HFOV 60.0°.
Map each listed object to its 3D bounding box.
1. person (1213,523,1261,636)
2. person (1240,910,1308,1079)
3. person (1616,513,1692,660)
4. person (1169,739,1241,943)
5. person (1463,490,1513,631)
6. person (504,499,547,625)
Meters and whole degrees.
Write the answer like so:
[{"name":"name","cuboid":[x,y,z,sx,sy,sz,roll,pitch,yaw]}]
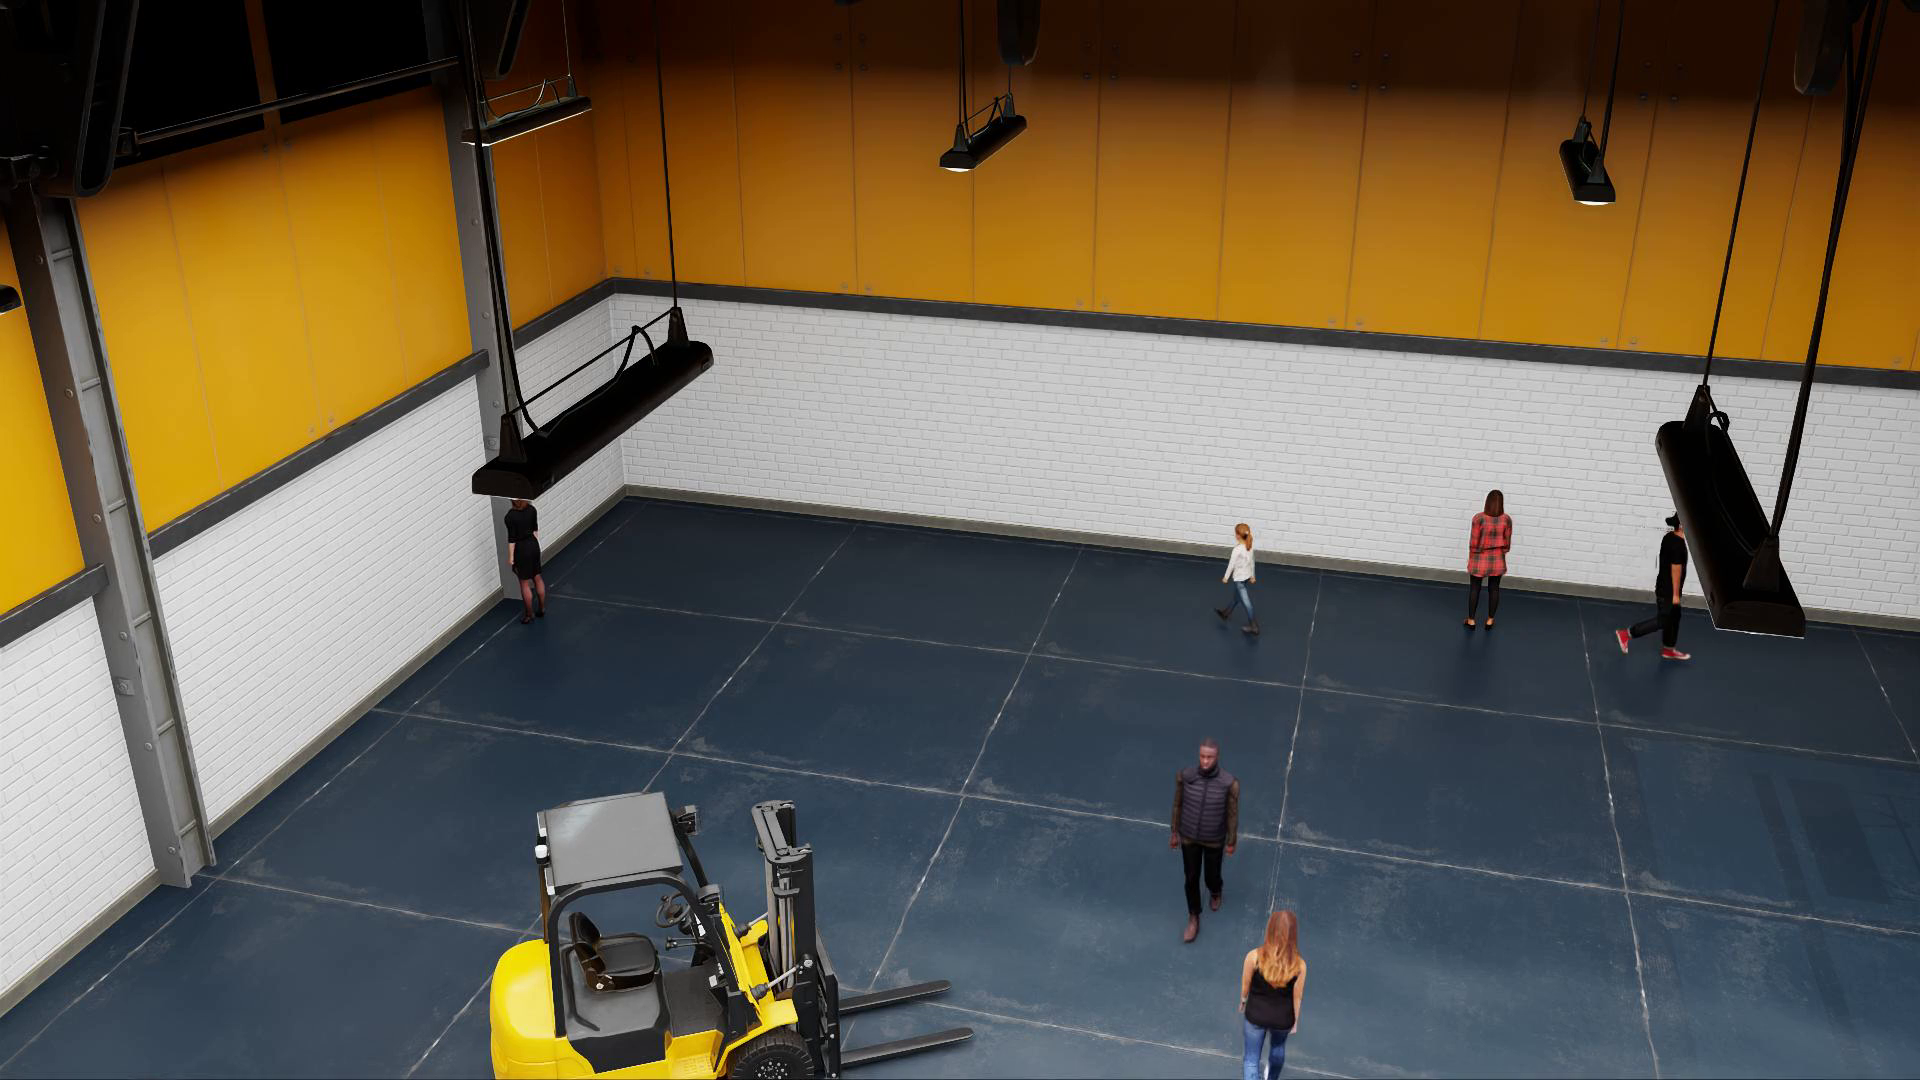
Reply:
[{"name":"person","cuboid":[3.236,0.470,18.760,0.889,1.284,0.840,-20,30,-38]},{"name":"person","cuboid":[2.151,3.376,11.599,0.701,1.695,1.077,2,24,4]},{"name":"person","cuboid":[7.630,0.517,18.081,0.713,1.741,0.982,7,25,16]},{"name":"person","cuboid":[2.019,2.408,13.652,0.770,1.824,0.902,10,25,21]},{"name":"person","cuboid":[5.967,0.220,18.807,0.647,1.704,0.603,2,24,4]},{"name":"person","cuboid":[-4.953,0.151,18.962,0.707,1.705,0.550,16,28,32]}]
